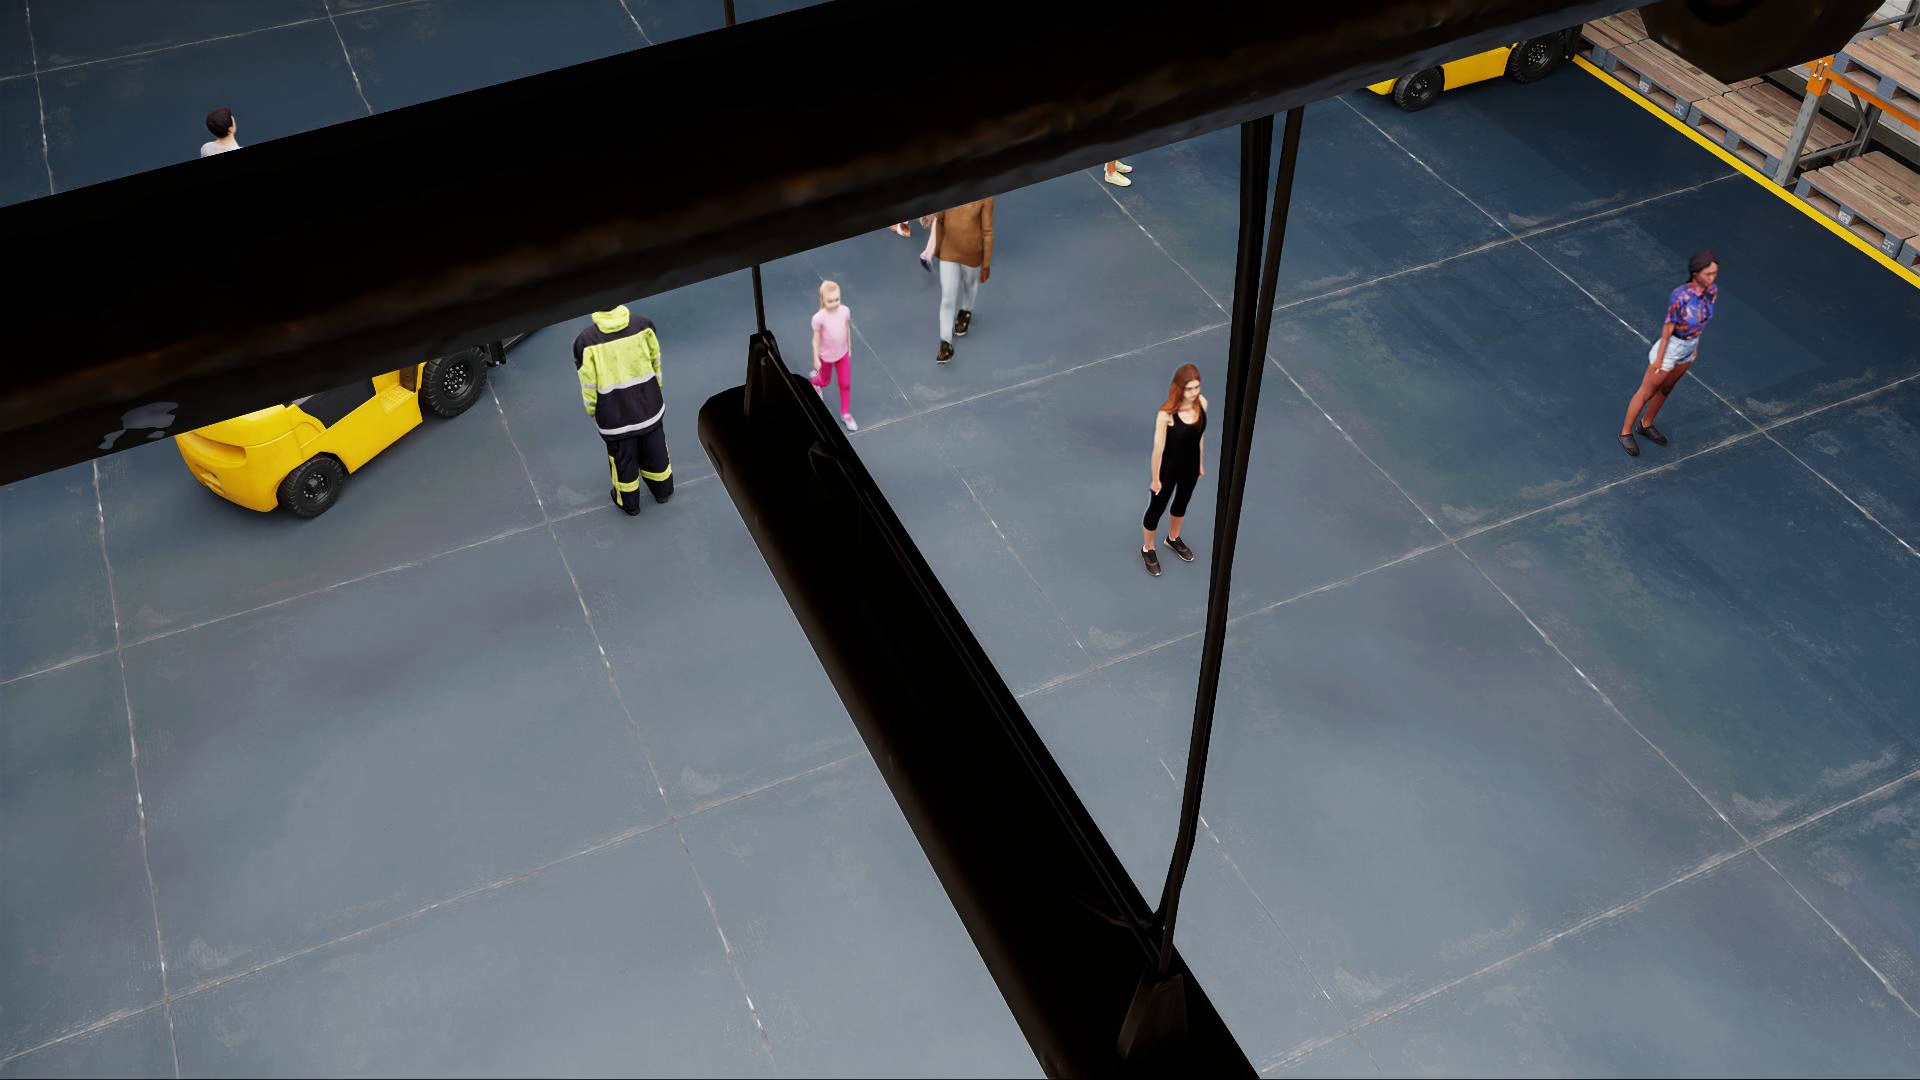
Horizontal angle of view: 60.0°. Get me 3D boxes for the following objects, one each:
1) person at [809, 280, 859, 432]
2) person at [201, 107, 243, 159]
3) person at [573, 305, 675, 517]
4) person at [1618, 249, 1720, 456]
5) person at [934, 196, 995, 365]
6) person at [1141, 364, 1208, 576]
[{"bbox_3d":[-1.009,-1.474,12.846,0.534,1.254,0.849,-22,48,-22],"label":"person"},{"bbox_3d":[-5.839,-2.697,13.689,0.735,1.863,0.785,13,45,13],"label":"person"},{"bbox_3d":[-2.391,-1.029,11.851,0.792,1.983,0.668,-23,48,-22],"label":"person"},{"bbox_3d":[5.332,-1.413,12.428,0.594,1.743,0.516,-20,47,-20],"label":"person"},{"bbox_3d":[0.050,-2.377,13.416,1.046,1.776,1.203,8,44,8],"label":"person"},{"bbox_3d":[1.499,-0.513,11.495,0.588,1.726,0.520,-21,48,-21],"label":"person"}]
